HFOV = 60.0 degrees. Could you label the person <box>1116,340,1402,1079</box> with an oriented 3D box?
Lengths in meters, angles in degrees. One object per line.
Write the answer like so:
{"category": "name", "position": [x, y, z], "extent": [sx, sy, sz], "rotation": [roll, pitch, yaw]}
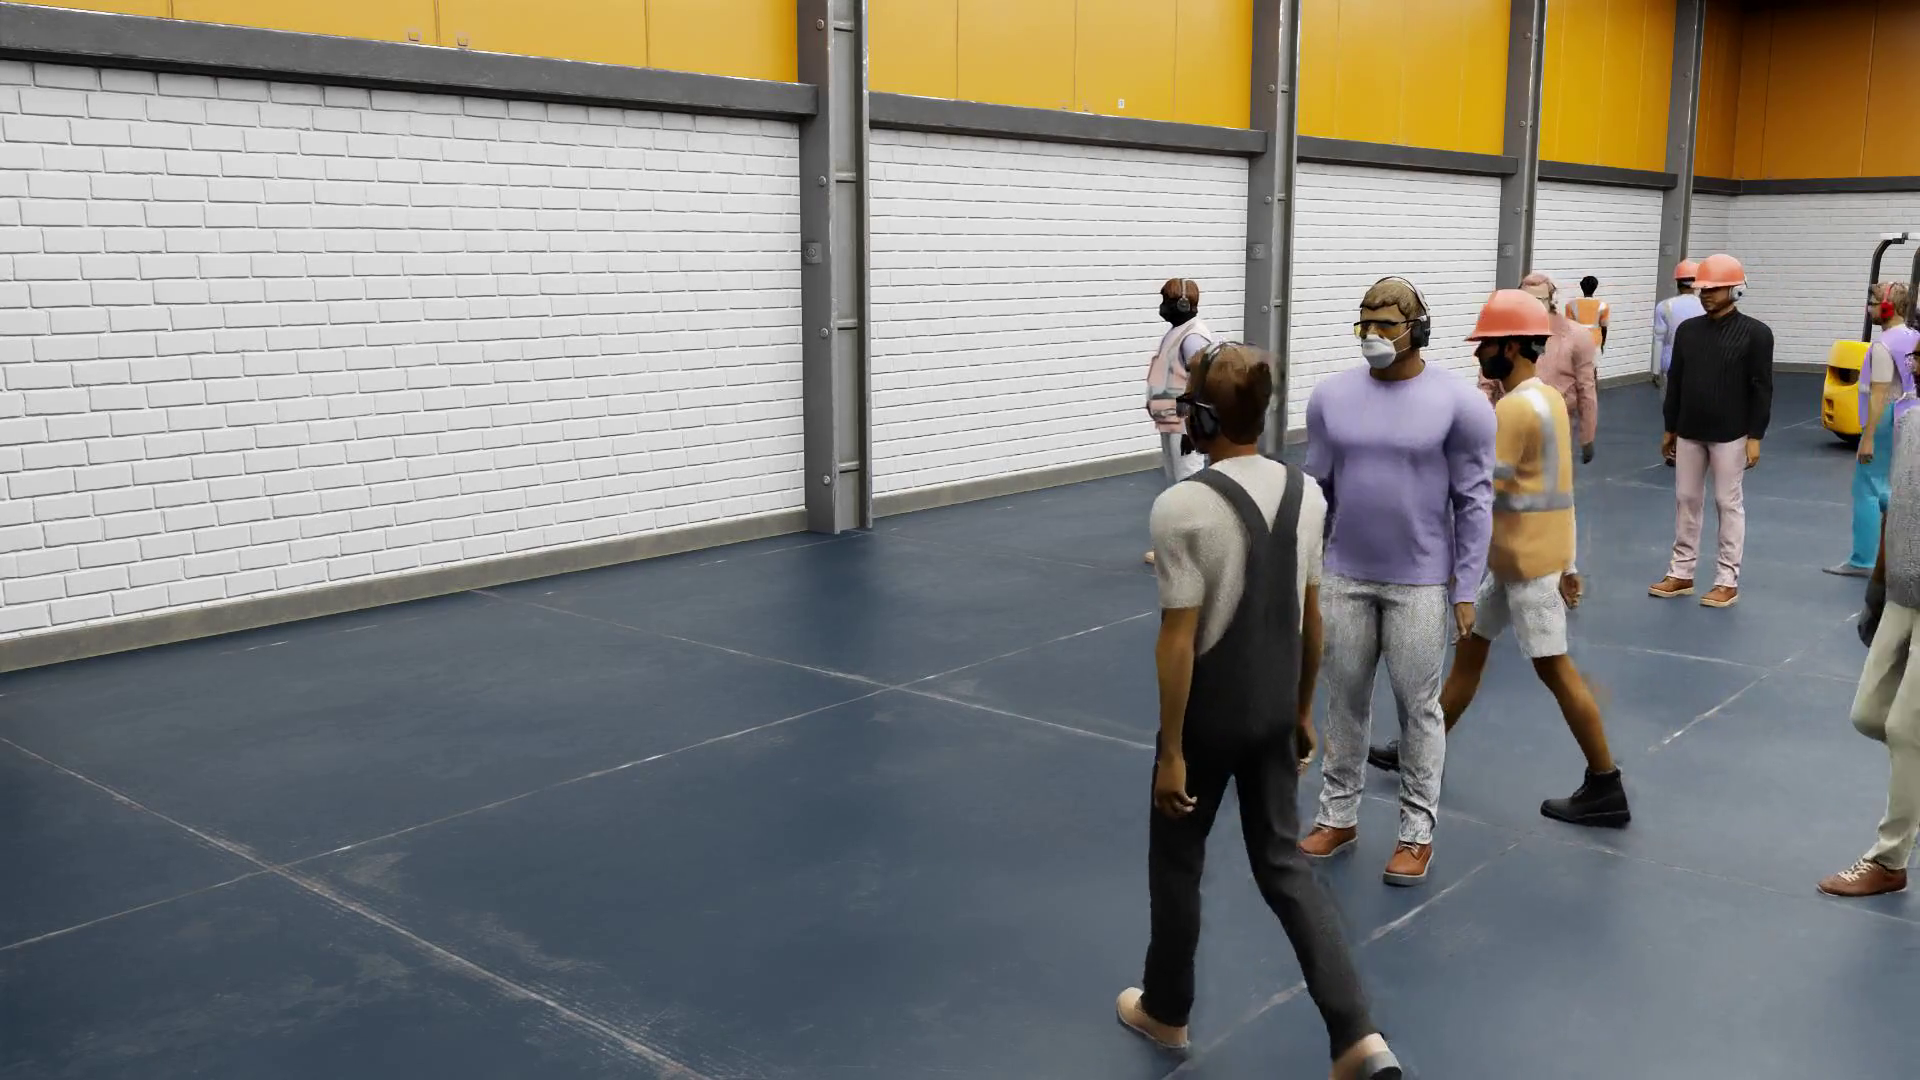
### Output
{"category": "person", "position": [0.695, 0.445, 3.919], "extent": [0.520, 1.824, 0.859], "rotation": [-6, 11, -29]}

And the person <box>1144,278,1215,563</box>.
{"category": "person", "position": [1.381, -0.717, 10.452], "extent": [0.430, 1.844, 0.624], "rotation": [-1, 10, -5]}

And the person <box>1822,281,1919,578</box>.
{"category": "person", "position": [5.672, -0.654, 10.140], "extent": [0.525, 1.831, 0.565], "rotation": [9, 13, 42]}

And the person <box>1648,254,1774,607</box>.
{"category": "person", "position": [4.268, -0.618, 9.461], "extent": [0.401, 1.989, 0.623], "rotation": [-6, 12, -32]}

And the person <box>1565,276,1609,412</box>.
{"category": "person", "position": [7.721, -2.410, 20.537], "extent": [0.533, 1.688, 0.318], "rotation": [2, 10, 11]}

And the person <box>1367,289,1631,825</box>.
{"category": "person", "position": [1.974, 0.054, 5.964], "extent": [1.023, 1.878, 0.553], "rotation": [5, 11, 26]}

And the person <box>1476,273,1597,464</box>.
{"category": "person", "position": [3.339, -0.619, 9.794], "extent": [0.671, 1.870, 0.857], "rotation": [7, 12, 36]}

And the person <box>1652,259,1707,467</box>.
{"category": "person", "position": [6.639, -1.604, 15.264], "extent": [0.567, 1.923, 0.644], "rotation": [4, 11, 23]}

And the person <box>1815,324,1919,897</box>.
{"category": "person", "position": [3.052, 0.214, 5.158], "extent": [0.622, 1.845, 0.538], "rotation": [-1, 10, -6]}

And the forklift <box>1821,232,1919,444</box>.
{"category": "forklift", "position": [9.955, -1.972, 16.595], "extent": [2.313, 2.155, 1.214], "rotation": [1, 10, 8]}

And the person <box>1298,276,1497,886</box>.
{"category": "person", "position": [1.369, 0.132, 5.341], "extent": [0.635, 1.937, 0.352], "rotation": [7, 12, 36]}
